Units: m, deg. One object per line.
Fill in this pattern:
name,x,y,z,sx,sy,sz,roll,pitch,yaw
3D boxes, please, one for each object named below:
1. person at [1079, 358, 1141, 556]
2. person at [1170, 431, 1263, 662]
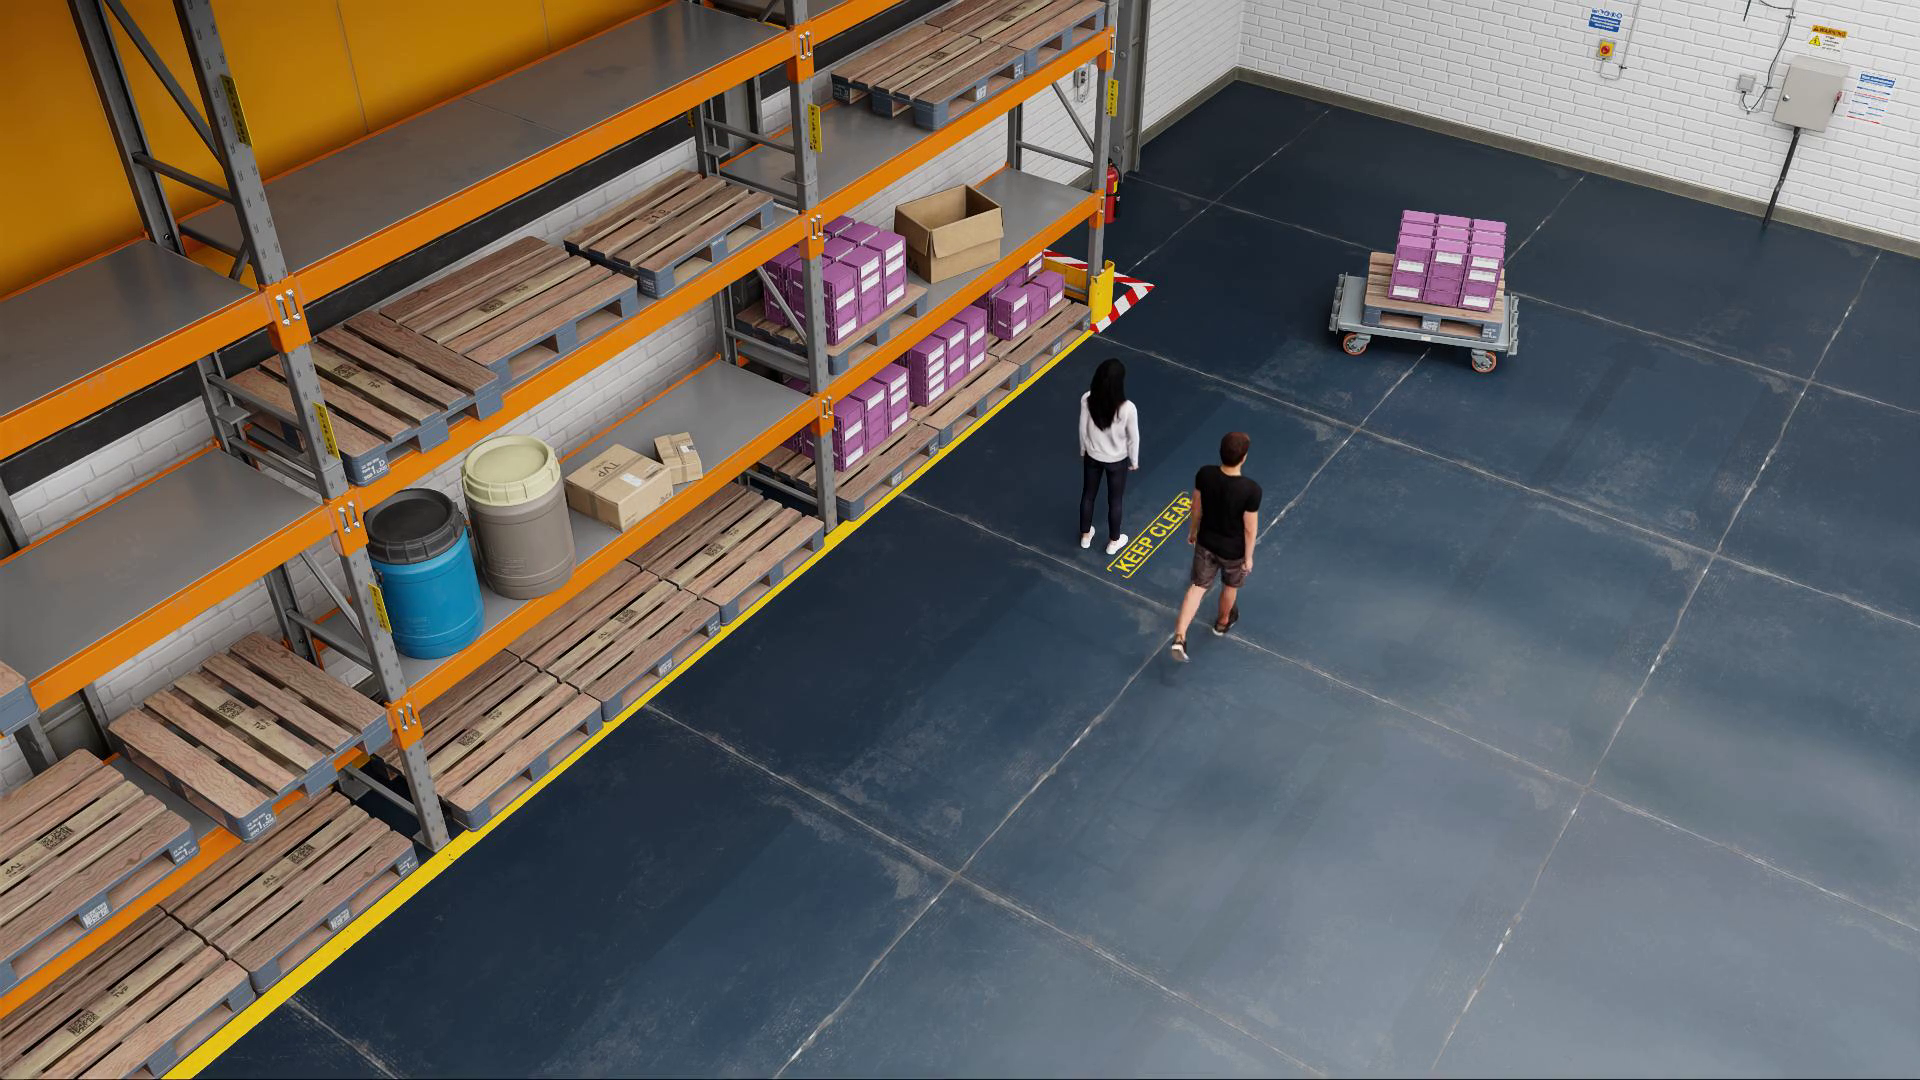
person,1.096,-0.637,12.523,0.664,1.701,0.618,15,41,18
person,1.768,0.066,11.532,0.684,1.840,1.110,22,44,25
